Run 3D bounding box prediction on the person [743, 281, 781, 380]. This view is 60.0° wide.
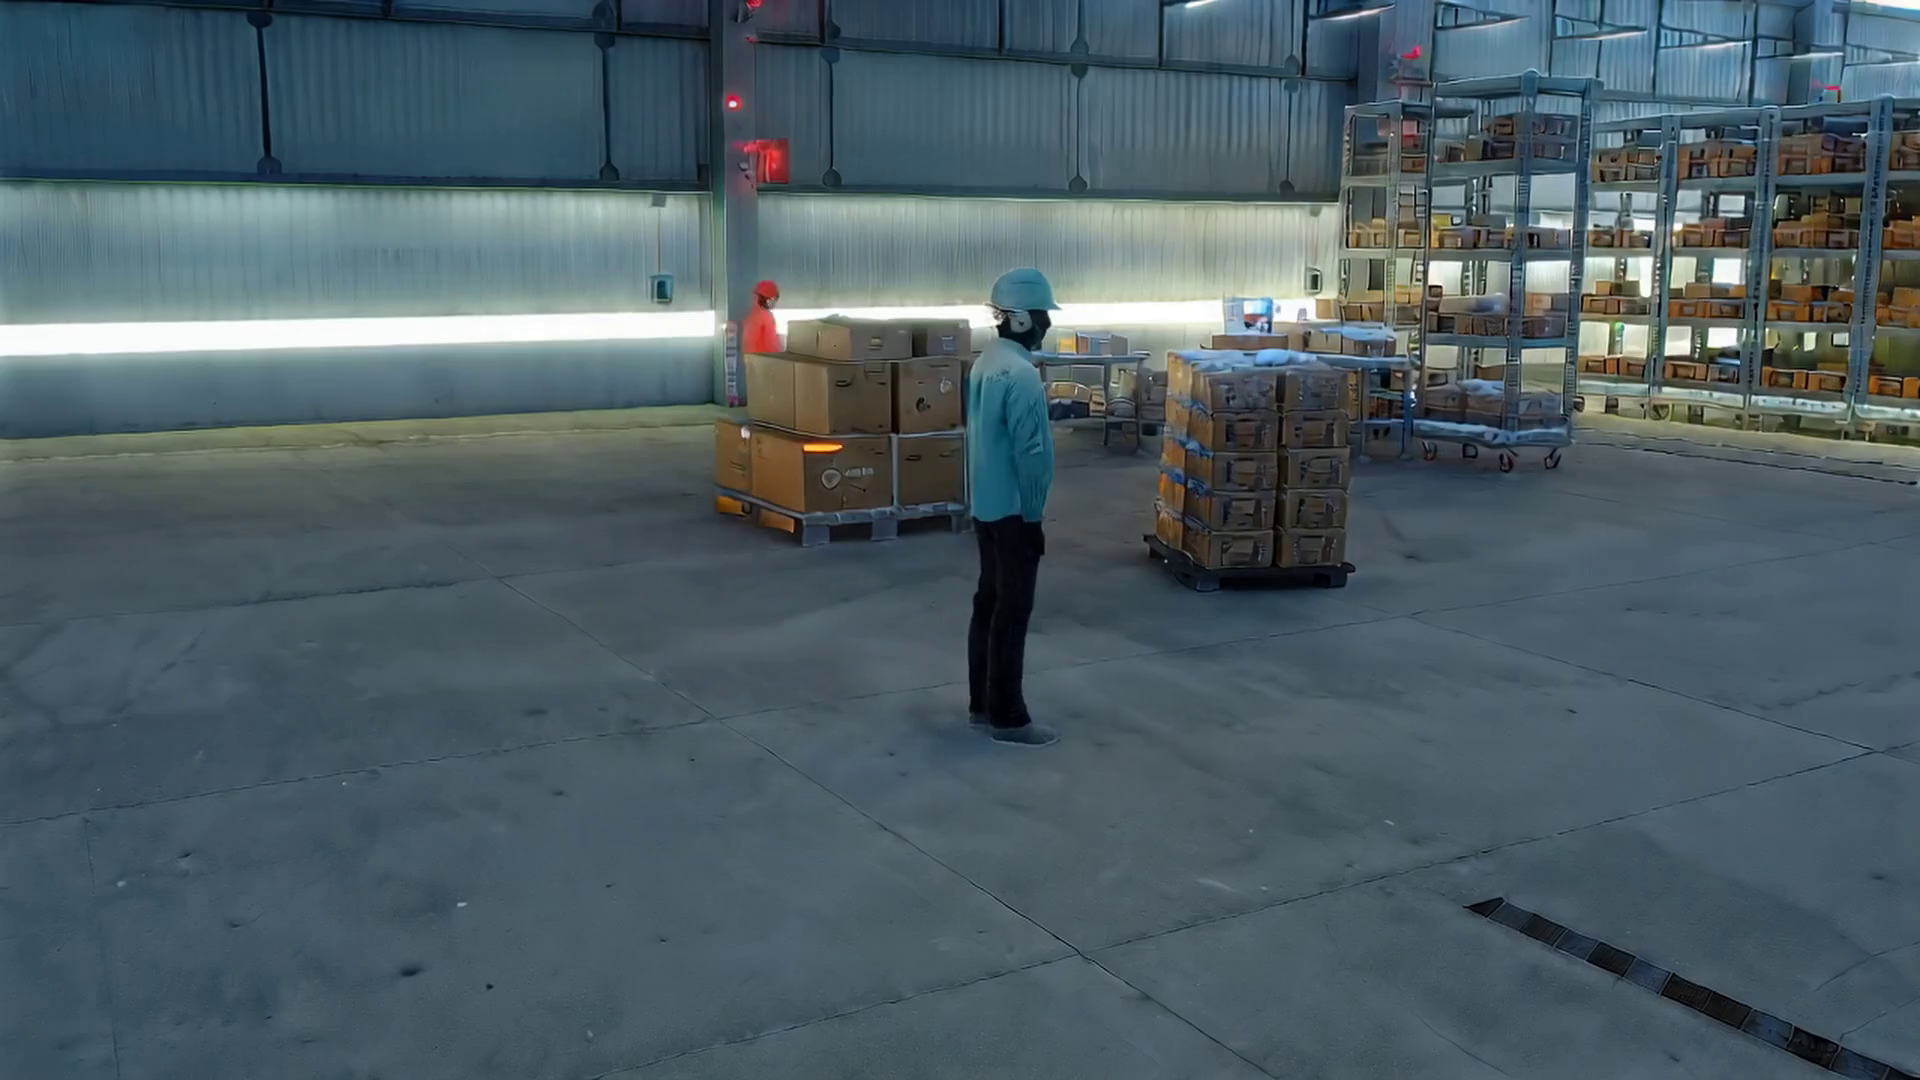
[{"bbox_3d":[-1.955,-1.731,16.709,0.372,1.731,0.595,-6,12,-32],"label":"person"}]

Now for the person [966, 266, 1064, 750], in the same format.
[{"bbox_3d":[0.227,-0.133,6.930,0.396,1.992,0.623,-3,10,-17],"label":"person"}]
